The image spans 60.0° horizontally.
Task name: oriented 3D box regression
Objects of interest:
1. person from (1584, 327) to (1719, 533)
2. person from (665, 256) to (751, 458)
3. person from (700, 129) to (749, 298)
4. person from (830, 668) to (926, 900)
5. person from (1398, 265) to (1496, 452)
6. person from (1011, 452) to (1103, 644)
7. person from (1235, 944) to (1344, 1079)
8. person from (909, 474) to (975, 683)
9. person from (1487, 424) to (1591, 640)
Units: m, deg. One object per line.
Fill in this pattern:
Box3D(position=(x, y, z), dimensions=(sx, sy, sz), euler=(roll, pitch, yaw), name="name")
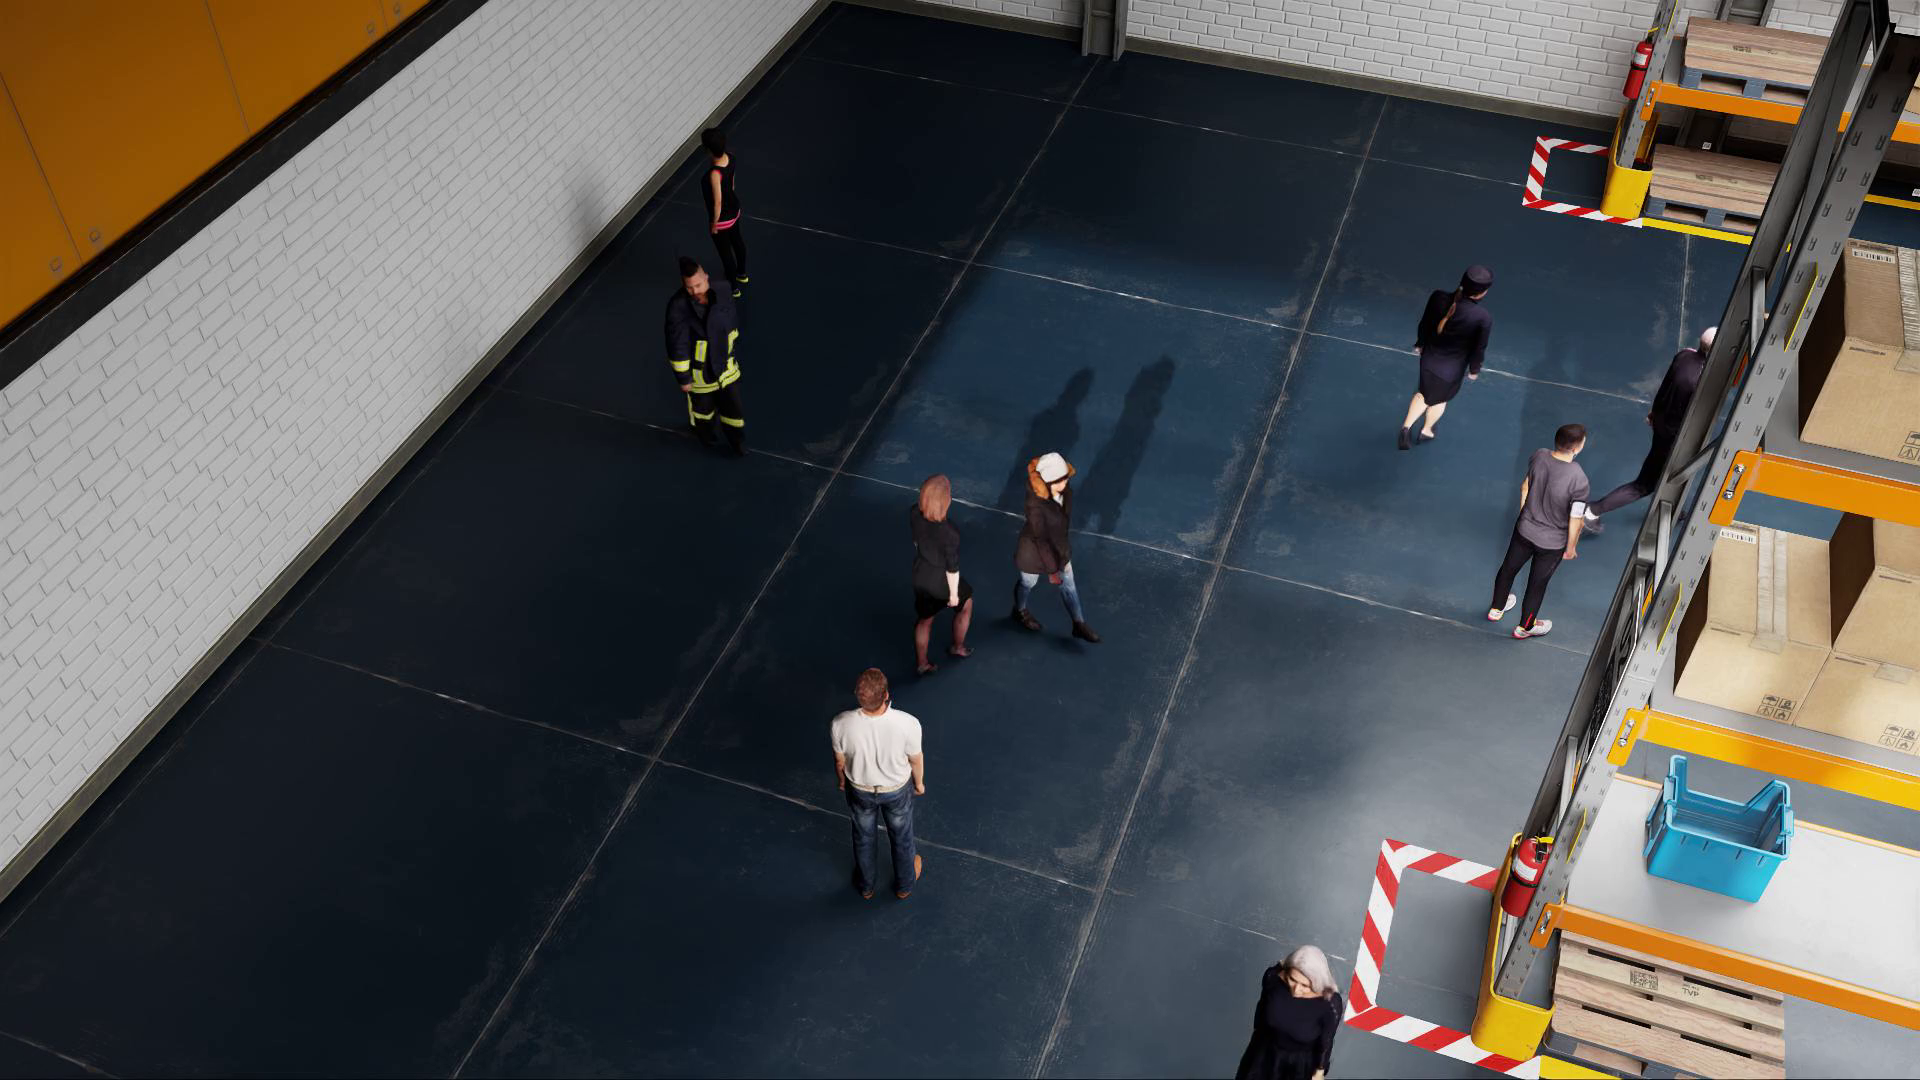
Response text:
Box3D(position=(4.895, -0.701, 11.650), dimensions=(1.241, 1.791, 0.851), euler=(3, 44, 4), name="person")
Box3D(position=(-1.904, -1.444, 12.398), dimensions=(0.984, 1.834, 1.041), euler=(-27, 50, -26), name="person")
Box3D(position=(-1.982, -2.768, 13.993), dimensions=(0.505, 1.552, 0.541), euler=(12, 45, 12), name="person")
Box3D(position=(-0.460, 1.400, 9.397), dimensions=(0.619, 1.856, 0.784), euler=(2, 44, 2), name="person")
Box3D(position=(3.564, -1.277, 12.358), dimensions=(0.891, 1.648, 0.921), euler=(29, 51, 27), name="person")
Box3D(position=(0.492, 0.016, 11.032), dimensions=(0.999, 1.605, 0.811), euler=(30, 51, 27), name="person")
Box3D(position=(1.670, 2.514, 8.328), dimensions=(1.033, 1.718, 0.777), euler=(23, 48, 22), name="person")
Box3D(position=(-0.205, 0.310, 10.663), dimensions=(0.735, 1.688, 0.782), euler=(33, 52, 29), name="person")
Box3D(position=(3.847, -0.066, 11.002), dimensions=(0.779, 1.764, 0.681), euler=(-26, 49, -24), name="person")
